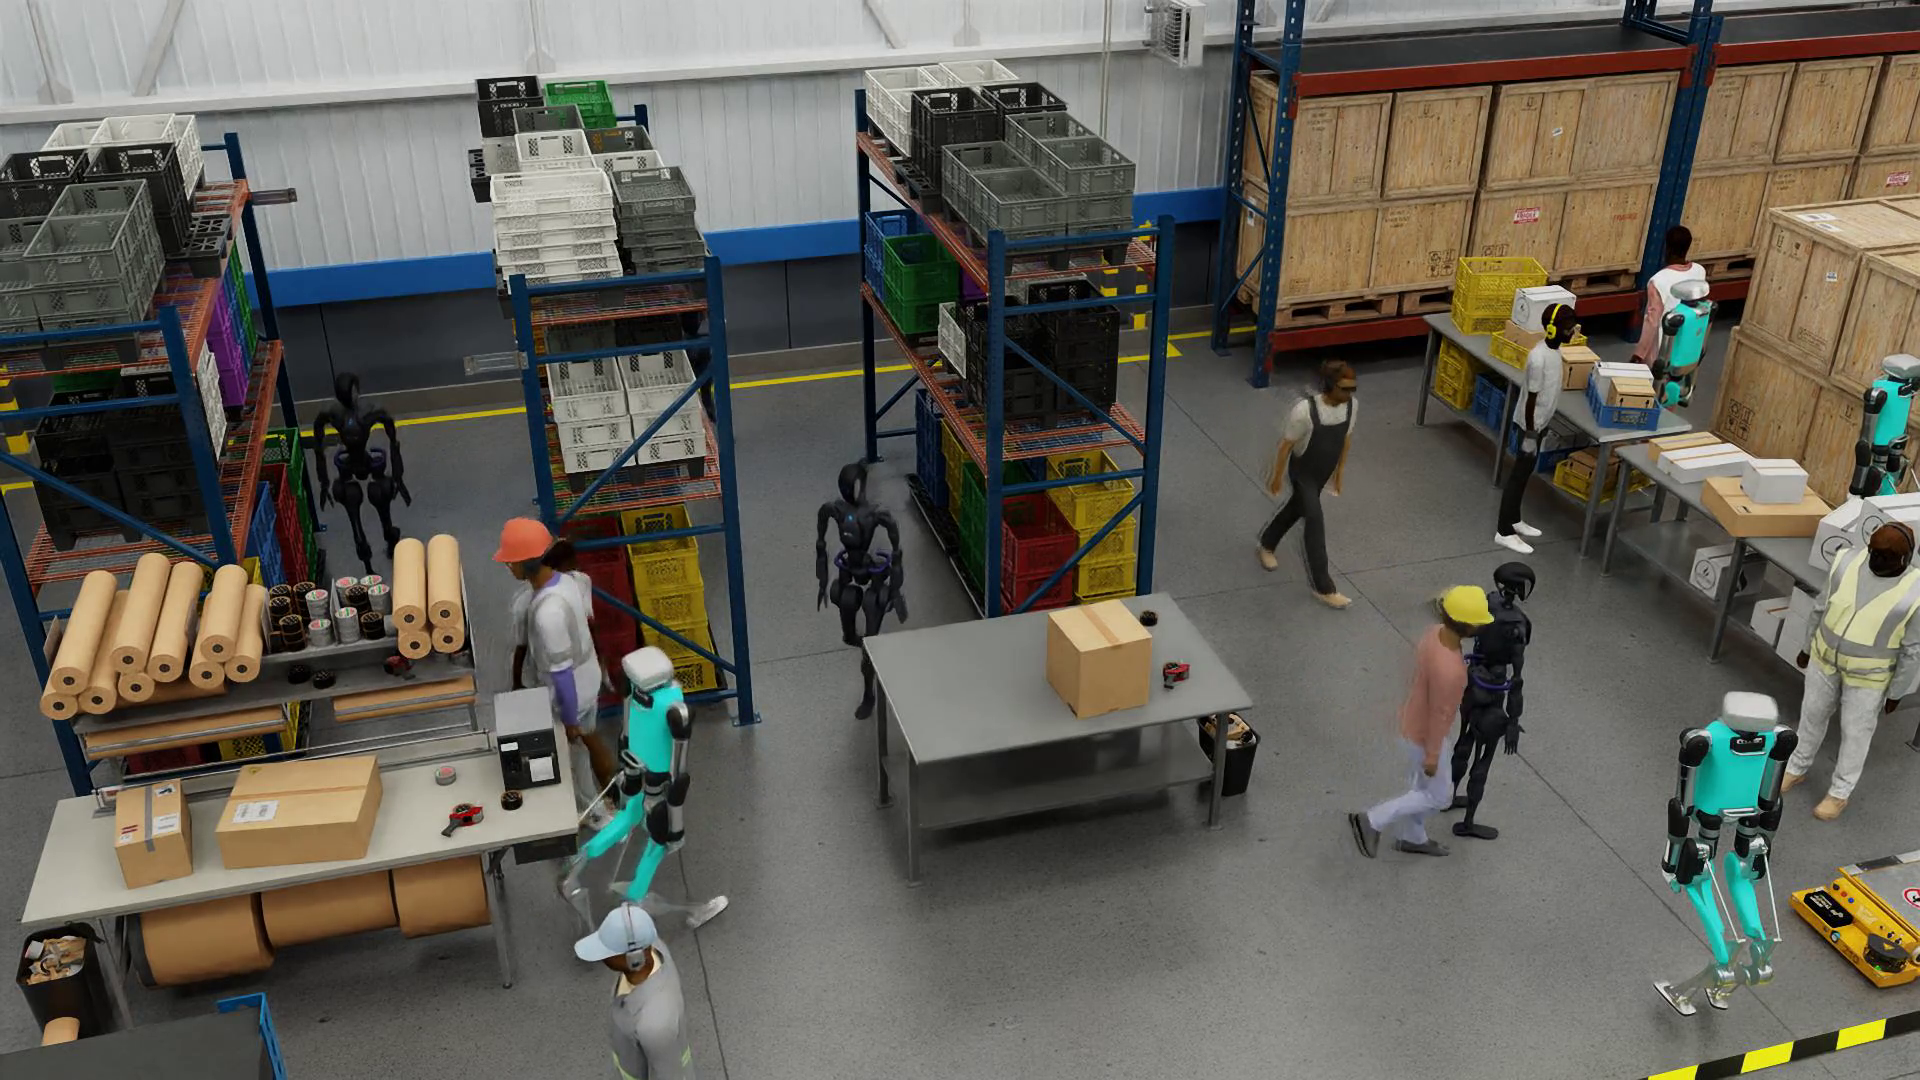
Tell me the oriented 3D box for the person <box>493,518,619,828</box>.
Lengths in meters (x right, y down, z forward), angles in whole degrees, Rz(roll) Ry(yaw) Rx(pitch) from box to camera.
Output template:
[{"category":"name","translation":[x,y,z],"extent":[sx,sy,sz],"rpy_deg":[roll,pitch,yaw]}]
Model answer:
[{"category":"person","translation":[-2.208,0.794,8.931],"extent":[0.691,2.015,0.623],"rpy_deg":[-2,29,-3]}]

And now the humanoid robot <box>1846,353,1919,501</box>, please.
[{"category":"humanoid robot","translation":[6.353,-0.361,11.236],"extent":[0.530,1.738,0.692],"rpy_deg":[-19,34,-30]}]

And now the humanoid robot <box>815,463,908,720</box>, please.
[{"category":"humanoid robot","translation":[-0.577,0.245,10.280],"extent":[0.608,1.638,0.651],"rpy_deg":[9,30,16]}]

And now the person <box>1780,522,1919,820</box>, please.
[{"category":"person","translation":[4.968,0.711,9.250],"extent":[0.429,1.834,0.632],"rpy_deg":[-17,33,-28]}]

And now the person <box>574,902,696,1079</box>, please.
[{"category":"person","translation":[-1.241,2.169,6.570],"extent":[0.386,1.850,0.597],"rpy_deg":[-9,30,-16]}]

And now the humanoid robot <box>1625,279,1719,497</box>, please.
[{"category":"humanoid robot","translation":[5.297,-1.211,12.777],"extent":[0.549,1.753,0.677],"rpy_deg":[-17,33,-28]}]

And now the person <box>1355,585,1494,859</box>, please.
[{"category":"person","translation":[2.465,0.993,8.811],"extent":[0.479,1.746,0.544],"rpy_deg":[7,29,12]}]

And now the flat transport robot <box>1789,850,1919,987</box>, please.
[{"category":"flat transport robot","translation":[5.163,1.916,8.676],"extent":[1.431,0.231,0.659],"rpy_deg":[-8,30,-14]}]

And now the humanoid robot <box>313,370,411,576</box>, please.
[{"category":"humanoid robot","translation":[-4.148,-0.455,11.537],"extent":[0.608,1.631,0.562],"rpy_deg":[-6,29,-11]}]

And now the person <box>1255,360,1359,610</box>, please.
[{"category":"person","translation":[2.396,-0.464,11.456],"extent":[0.500,1.780,0.987],"rpy_deg":[-17,33,-28]}]

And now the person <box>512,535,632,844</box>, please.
[{"category":"person","translation":[-2.229,0.753,9.178],"extent":[0.933,1.822,0.533],"rpy_deg":[20,35,32]}]

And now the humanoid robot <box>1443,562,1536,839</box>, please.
[{"category":"humanoid robot","translation":[2.907,0.851,9.135],"extent":[0.315,1.657,0.599],"rpy_deg":[-2,29,-4]}]

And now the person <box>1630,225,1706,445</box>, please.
[{"category":"person","translation":[5.619,-1.569,13.308],"extent":[0.589,1.915,0.399],"rpy_deg":[-17,33,-28]}]

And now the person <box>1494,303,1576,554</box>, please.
[{"category":"person","translation":[4.166,-0.823,11.996],"extent":[0.332,1.873,0.517],"rpy_deg":[16,33,27]}]

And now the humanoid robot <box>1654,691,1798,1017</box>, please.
[{"category":"humanoid robot","translation":[3.584,1.553,7.672],"extent":[0.533,1.677,0.735],"rpy_deg":[-2,29,-4]}]

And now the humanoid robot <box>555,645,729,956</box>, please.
[{"category":"humanoid robot","translation":[-1.672,1.402,8.162],"extent":[1.027,1.768,0.532],"rpy_deg":[-24,37,-36]}]

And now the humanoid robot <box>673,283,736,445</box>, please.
[{"category":"humanoid robot","translation":[-2.130,-1.456,13.360],"extent":[0.401,1.637,0.616],"rpy_deg":[24,37,37]}]
